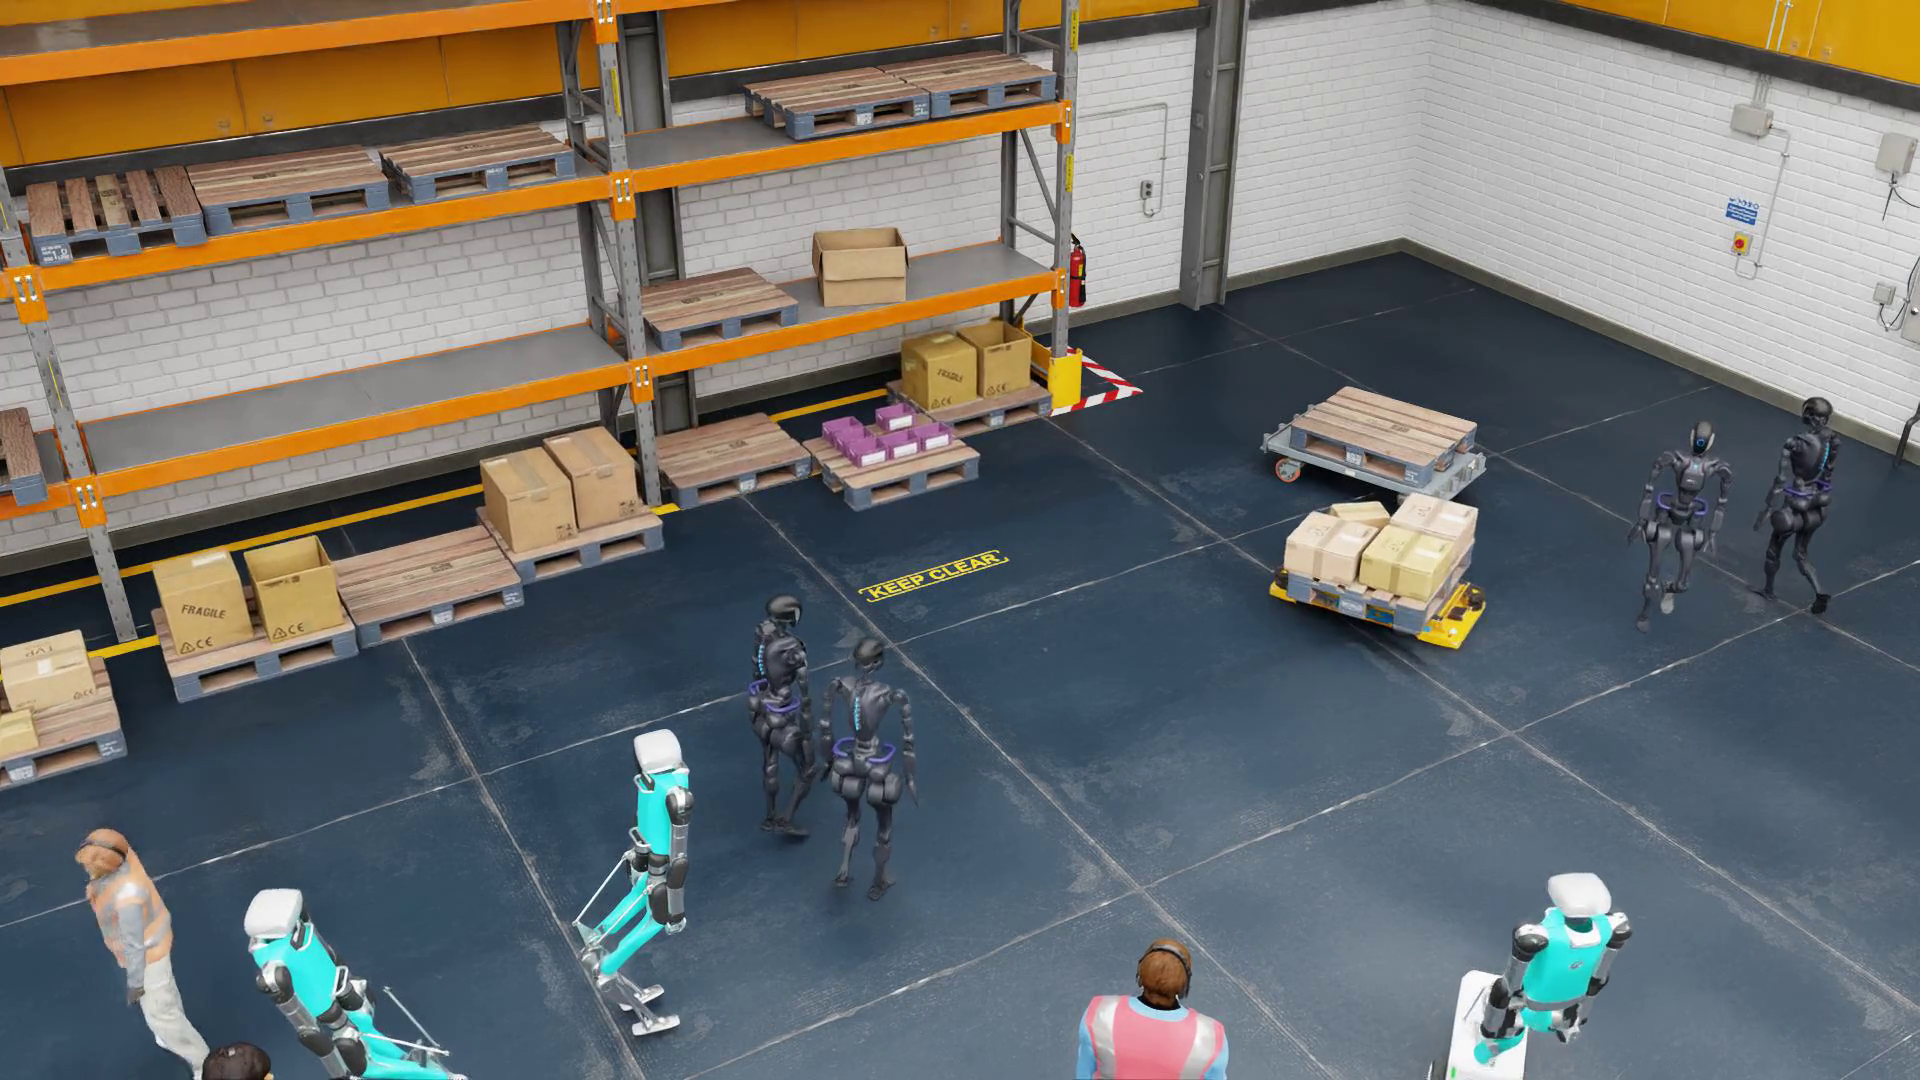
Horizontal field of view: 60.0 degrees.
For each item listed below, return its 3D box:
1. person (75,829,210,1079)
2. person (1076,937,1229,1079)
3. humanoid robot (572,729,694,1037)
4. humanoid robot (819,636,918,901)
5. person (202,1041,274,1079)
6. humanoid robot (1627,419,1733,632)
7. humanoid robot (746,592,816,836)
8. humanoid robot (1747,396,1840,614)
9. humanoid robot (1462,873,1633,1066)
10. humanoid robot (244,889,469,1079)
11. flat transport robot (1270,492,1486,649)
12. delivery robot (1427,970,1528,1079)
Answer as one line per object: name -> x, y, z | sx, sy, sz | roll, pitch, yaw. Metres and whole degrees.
person -> -3.973, 1.997, 8.080 | 0.325, 1.609, 0.608 | -15, 33, -24
person -> 0.805, 2.437, 7.077 | 0.637, 1.830, 0.429 | 7, 30, 12
humanoid robot -> -1.664, 1.758, 8.279 | 0.751, 1.694, 0.530 | -16, 33, -26
humanoid robot -> -0.523, 1.286, 9.272 | 0.609, 1.641, 0.391 | 9, 31, 16
person -> -2.732, 2.712, 6.537 | 0.409, 1.876, 0.545 | -18, 34, -29
humanoid robot -> 5.070, -0.130, 11.768 | 0.600, 1.639, 0.435 | 10, 31, 17
humanoid robot -> -1.061, 1.024, 9.732 | 0.326, 1.649, 0.608 | -22, 36, -33
humanoid robot -> 6.093, -0.215, 11.950 | 0.589, 1.634, 0.621 | -12, 32, -21
humanoid robot -> 2.590, 2.112, 7.762 | 0.530, 1.786, 0.836 | -5, 30, -10
humanoid robot -> -2.566, 2.254, 7.582 | 0.999, 1.774, 0.583 | -5, 30, -9
flat transport robot -> 3.088, 0.389, 12.285 | 1.431, 0.231, 0.659 | 17, 34, 28
delivery robot -> 2.608, 2.522, 8.231 | 0.499, 0.606, 0.807 | 10, 31, 18
